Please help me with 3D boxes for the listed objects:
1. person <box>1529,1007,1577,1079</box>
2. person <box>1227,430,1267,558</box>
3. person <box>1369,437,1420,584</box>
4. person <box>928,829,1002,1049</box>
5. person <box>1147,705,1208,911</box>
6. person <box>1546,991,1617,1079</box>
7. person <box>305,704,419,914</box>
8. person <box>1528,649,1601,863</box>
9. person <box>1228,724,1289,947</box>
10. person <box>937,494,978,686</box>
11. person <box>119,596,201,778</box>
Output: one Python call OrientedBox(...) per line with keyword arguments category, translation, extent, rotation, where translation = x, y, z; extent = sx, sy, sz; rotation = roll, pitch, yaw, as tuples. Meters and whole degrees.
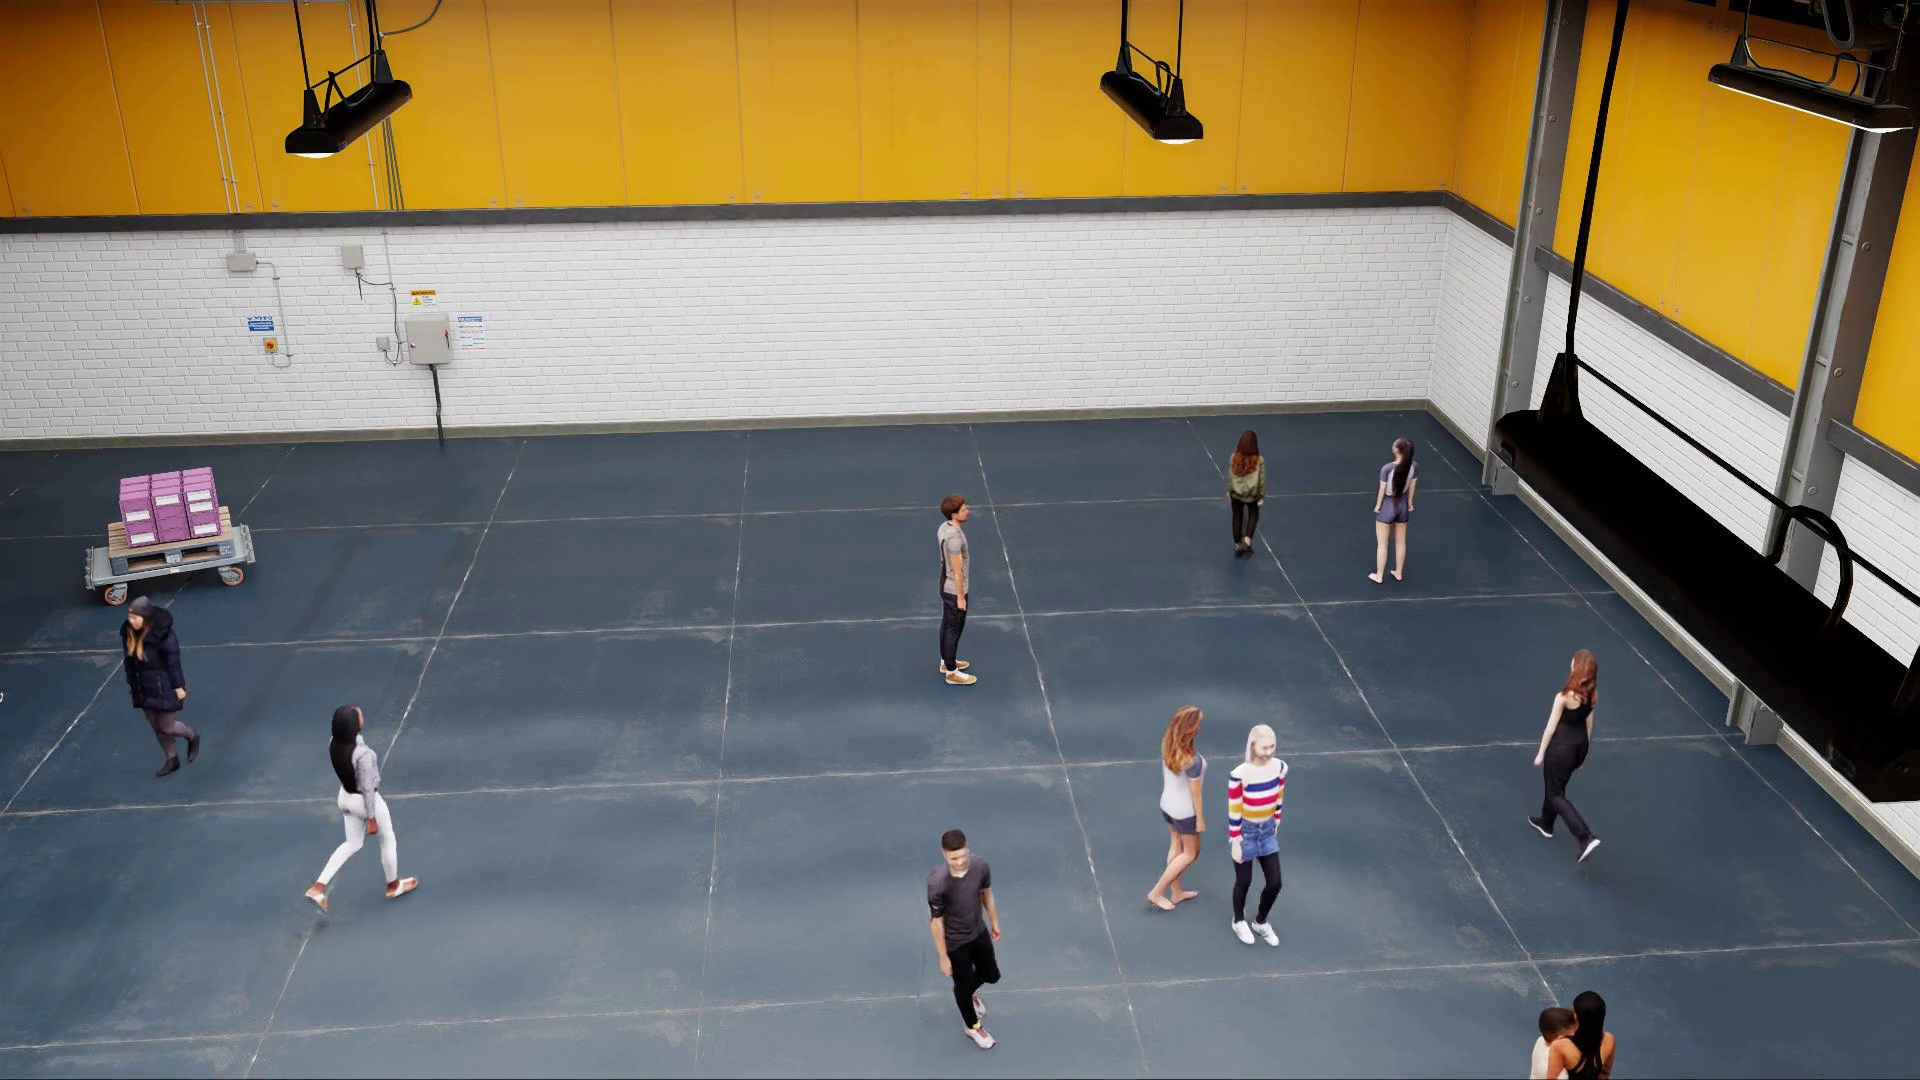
OrientedBox(category="person", translation=(3.383, 3.333, 9.661), extent=(0.602, 1.465, 0.446), rotation=(-1, 24, -3))
OrientedBox(category="person", translation=(3.135, -0.481, 18.379), extent=(0.685, 1.469, 0.700), rotation=(8, 25, 18))
OrientedBox(category="person", translation=(4.652, -0.325, 17.801), extent=(0.636, 1.647, 0.595), rotation=(-6, 24, -14))
OrientedBox(category="person", translation=(-0.035, 2.597, 11.012), extent=(0.930, 1.731, 0.894), rotation=(21, 31, 40))
OrientedBox(category="person", translation=(1.616, 2.001, 12.384), extent=(0.775, 1.725, 0.711), rotation=(-9, 25, -20))
OrientedBox(category="person", translation=(3.515, 3.272, 9.554), extent=(0.618, 1.663, 0.555), rotation=(-6, 24, -13))
OrientedBox(category="person", translation=(-4.523, 2.030, 12.348), extent=(1.042, 1.699, 1.110), rotation=(18, 30, 36))
OrientedBox(category="person", translation=(4.821, 1.704, 13.062), extent=(0.838, 1.726, 1.101), rotation=(-11, 26, -23))
OrientedBox(category="person", translation=(2.084, 2.102, 12.062), extent=(0.727, 1.798, 0.705), rotation=(-9, 25, -19))
OrientedBox(category="person", translation=(-0.054, 0.444, 15.732), extent=(0.734, 1.895, 0.514), rotation=(-4, 24, -10))
OrientedBox(category="person", translation=(-6.819, 1.219, 14.242), extent=(0.804, 1.669, 0.864), rotation=(8, 25, 17))
